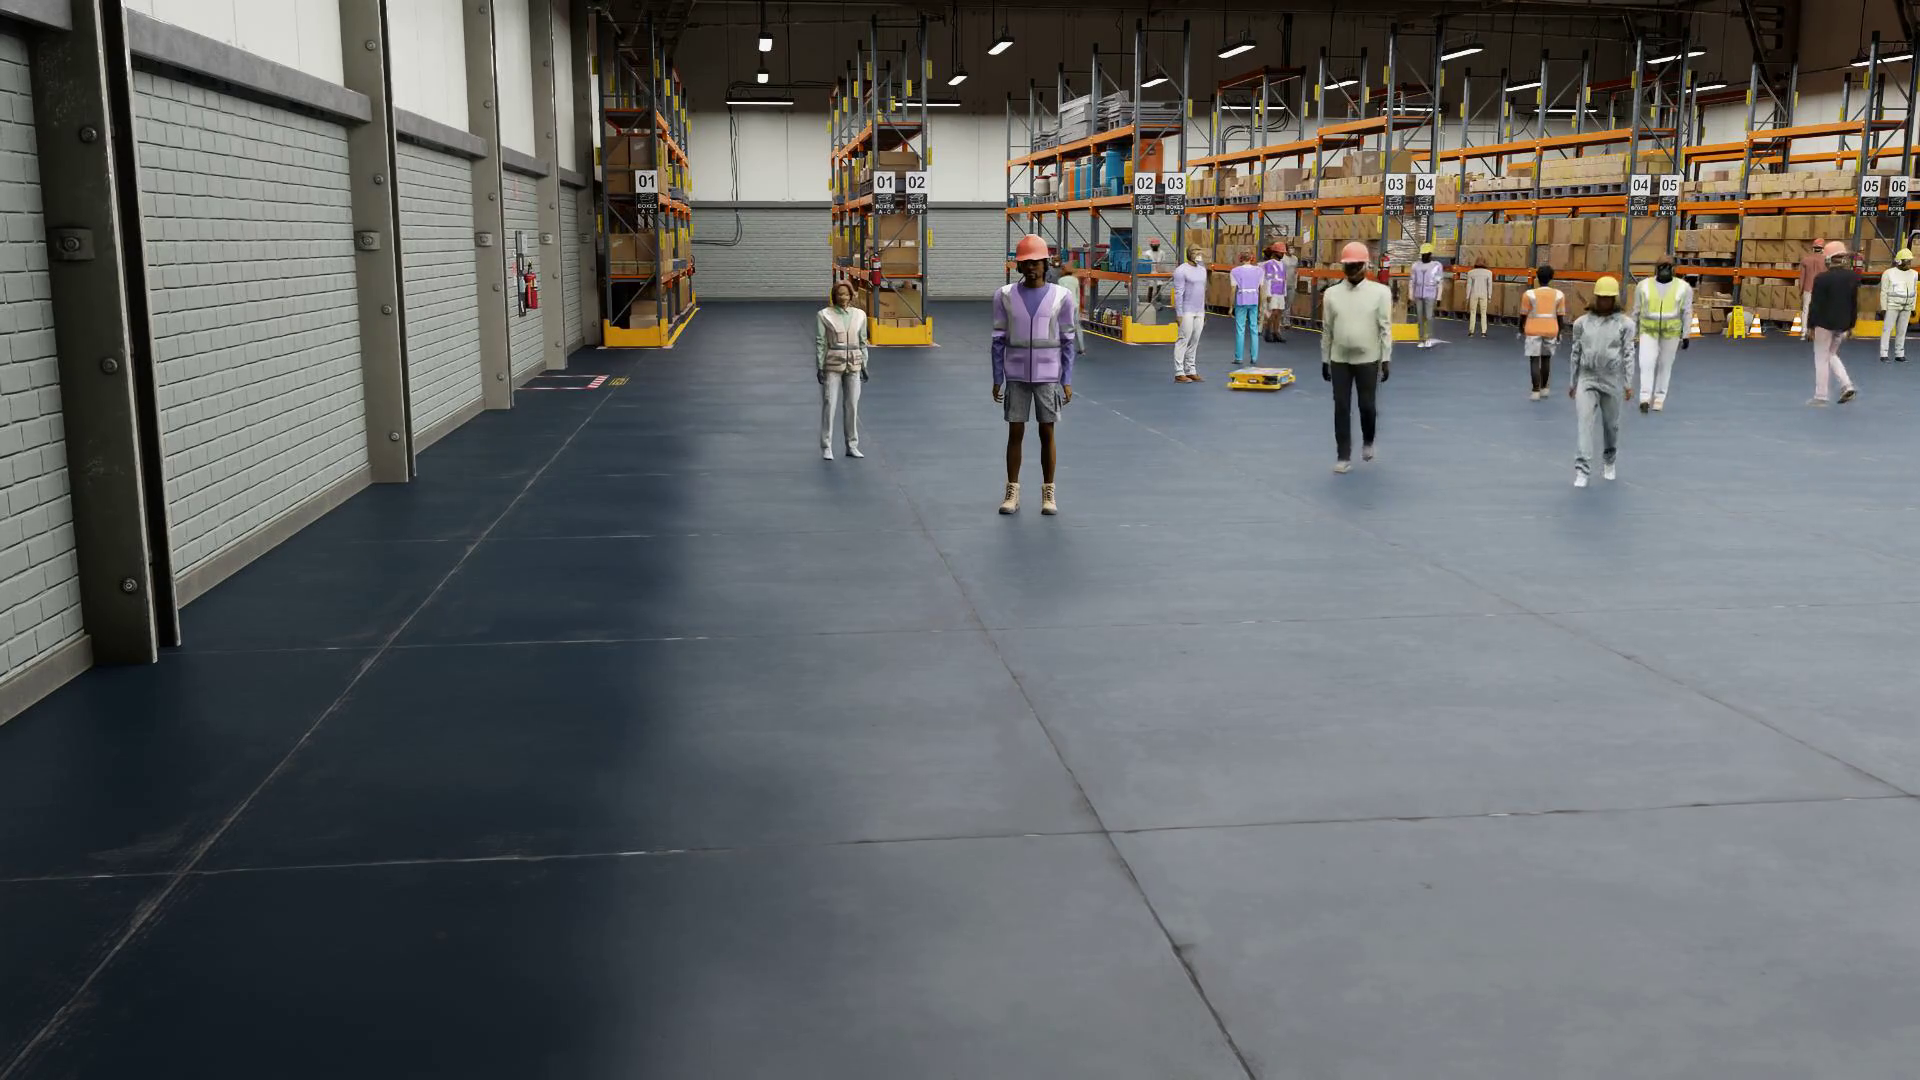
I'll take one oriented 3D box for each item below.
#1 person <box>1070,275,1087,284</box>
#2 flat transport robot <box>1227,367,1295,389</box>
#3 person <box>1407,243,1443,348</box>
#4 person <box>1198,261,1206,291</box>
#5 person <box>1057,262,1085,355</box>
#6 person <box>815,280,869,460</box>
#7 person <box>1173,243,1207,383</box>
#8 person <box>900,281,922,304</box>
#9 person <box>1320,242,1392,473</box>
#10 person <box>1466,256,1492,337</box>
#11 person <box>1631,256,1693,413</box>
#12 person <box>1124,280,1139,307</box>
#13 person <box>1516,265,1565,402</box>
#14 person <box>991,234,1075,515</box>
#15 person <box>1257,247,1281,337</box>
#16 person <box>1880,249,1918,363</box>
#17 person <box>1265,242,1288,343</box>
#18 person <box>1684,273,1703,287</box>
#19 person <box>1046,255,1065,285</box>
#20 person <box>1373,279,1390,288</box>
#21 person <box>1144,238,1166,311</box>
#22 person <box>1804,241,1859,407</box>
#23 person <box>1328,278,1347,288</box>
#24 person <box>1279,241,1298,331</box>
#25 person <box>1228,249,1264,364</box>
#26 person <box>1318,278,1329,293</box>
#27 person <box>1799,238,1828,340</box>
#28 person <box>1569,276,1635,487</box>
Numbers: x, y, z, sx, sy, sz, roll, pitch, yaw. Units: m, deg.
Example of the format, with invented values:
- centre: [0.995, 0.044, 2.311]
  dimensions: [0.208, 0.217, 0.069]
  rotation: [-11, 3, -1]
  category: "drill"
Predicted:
- centre: [3.221, -7.122, 45.412]
  dimensions: [0.538, 1.753, 0.559]
  rotation: [-1, 10, -7]
  category: "person"
- centre: [4.076, -2.192, 22.463]
  dimensions: [0.652, 0.197, 1.431]
  rotation: [4, 11, 21]
  category: "flat transport robot"
- centre: [8.482, -4.458, 30.400]
  dimensions: [0.589, 1.907, 0.587]
  rotation: [7, 12, 33]
  category: "person"
- centre: [5.236, -5.698, 37.492]
  dimensions: [0.594, 1.811, 0.820]
  rotation: [1, 10, 8]
  category: "person"
- centre: [1.823, -3.998, 28.767]
  dimensions: [0.550, 1.584, 0.871]
  rotation: [-8, 13, -37]
  category: "person"
- centre: [-1.077, -1.552, 15.209]
  dimensions: [0.520, 1.636, 0.312]
  rotation: [-5, 12, -26]
  category: "person"
- centre: [3.212, -3.154, 23.163]
  dimensions: [0.352, 1.937, 0.635]
  rotation: [10, 14, 44]
  category: "person"
- centre: [-1.593, -7.963, 49.574]
  dimensions: [0.955, 1.931, 0.610]
  rotation: [-8, 13, -38]
  category: "person"
- centre: [3.421, -1.579, 14.397]
  dimensions: [0.632, 1.982, 0.532]
  rotation: [5, 11, 25]
  category: "person"
- centre: [10.565, -4.955, 33.872]
  dimensions: [0.507, 1.631, 0.266]
  rotation: [3, 11, 14]
  category: "person"
- centre: [8.065, -2.352, 19.142]
  dimensions: [0.658, 1.795, 0.931]
  rotation: [4, 11, 23]
  category: "person"
- centre: [4.316, -6.513, 41.809]
  dimensions: [0.342, 1.864, 0.515]
  rotation: [9, 14, 40]
  category: "person"
- centre: [7.186, -2.564, 20.678]
  dimensions: [0.538, 1.670, 0.738]
  rotation: [0, 10, 1]
  category: "person"
- centre: [0.528, -1.197, 12.151]
  dimensions: [0.611, 2.043, 0.374]
  rotation: [1, 10, 7]
  category: "person"
- centre: [6.233, -5.020, 33.708]
  dimensions: [0.529, 1.831, 0.910]
  rotation: [-6, 12, -28]
  category: "person"
- centre: [15.108, -3.755, 26.757]
  dimensions: [0.593, 1.831, 0.404]
  rotation: [-1, 10, -4]
  category: "person"
- centre: [6.110, -4.749, 31.959]
  dimensions: [0.546, 1.928, 0.390]
  rotation: [-9, 14, -42]
  category: "person"
- centre: [20.392, -7.352, 46.323]
  dimensions: [0.595, 1.891, 0.821]
  rotation: [0, 10, 2]
  category: "person"
- centre: [2.097, -5.358, 36.085]
  dimensions: [0.504, 1.631, 0.280]
  rotation: [-3, 11, -14]
  category: "person"
- centre: [10.944, -6.670, 43.290]
  dimensions: [0.508, 1.628, 0.320]
  rotation: [-5, 11, -25]
  category: "person"
- centre: [5.356, -7.264, 45.540]
  dimensions: [0.624, 1.992, 1.029]
  rotation: [-1, 10, -6]
  category: "person"
- centre: [10.383, -2.562, 19.830]
  dimensions: [0.613, 1.979, 0.456]
  rotation: [-3, 11, -18]
  category: "person"
- centre: [9.270, -6.260, 40.663]
  dimensions: [0.533, 1.767, 0.312]
  rotation: [-1, 10, -5]
  category: "person"
- centre: [7.078, -5.497, 36.053]
  dimensions: [0.625, 1.931, 0.375]
  rotation: [-8, 13, -36]
  category: "person"
- centre: [4.563, -3.714, 26.511]
  dimensions: [0.563, 1.837, 0.388]
  rotation: [-2, 10, -9]
  category: "person"
- centre: [10.875, -7.884, 49.301]
  dimensions: [0.946, 1.879, 0.604]
  rotation: [5, 11, 25]
  category: "person"
- centre: [16.796, -4.911, 32.642]
  dimensions: [0.612, 1.995, 0.377]
  rotation: [7, 13, 34]
  category: "person"
- centre: [5.279, -1.313, 13.694]
  dimensions: [0.496, 1.716, 0.783]
  rotation: [5, 11, 24]
  category: "person"
